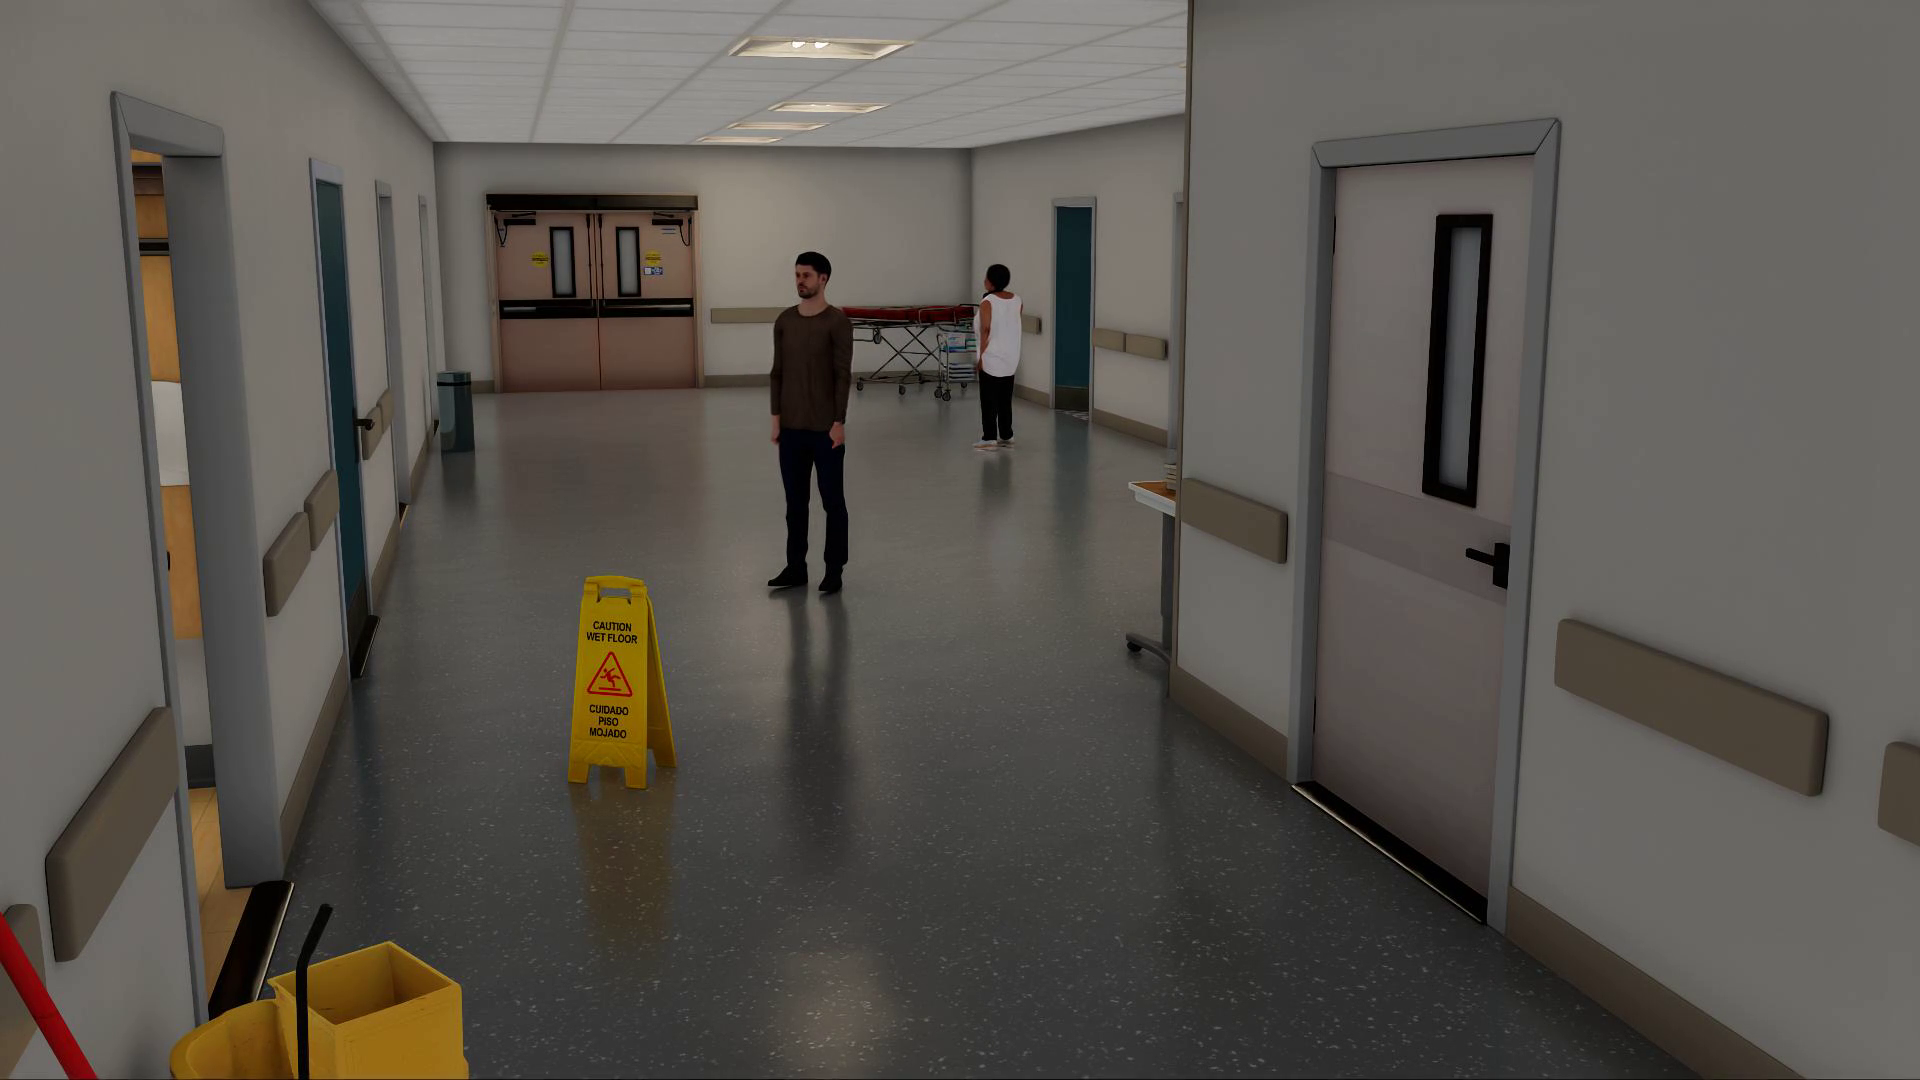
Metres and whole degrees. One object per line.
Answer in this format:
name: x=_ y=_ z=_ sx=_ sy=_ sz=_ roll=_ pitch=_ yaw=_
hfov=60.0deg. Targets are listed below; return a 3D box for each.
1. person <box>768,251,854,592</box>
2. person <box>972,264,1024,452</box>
person: x=-0.825 y=-0.661 z=9.289 sx=0.744 sy=1.889 sz=0.776 roll=4 pitch=12 yaw=22
person: x=0.320 y=-1.669 z=15.150 sx=0.760 sy=1.683 sz=0.773 roll=-10 pitch=15 yaw=-44
